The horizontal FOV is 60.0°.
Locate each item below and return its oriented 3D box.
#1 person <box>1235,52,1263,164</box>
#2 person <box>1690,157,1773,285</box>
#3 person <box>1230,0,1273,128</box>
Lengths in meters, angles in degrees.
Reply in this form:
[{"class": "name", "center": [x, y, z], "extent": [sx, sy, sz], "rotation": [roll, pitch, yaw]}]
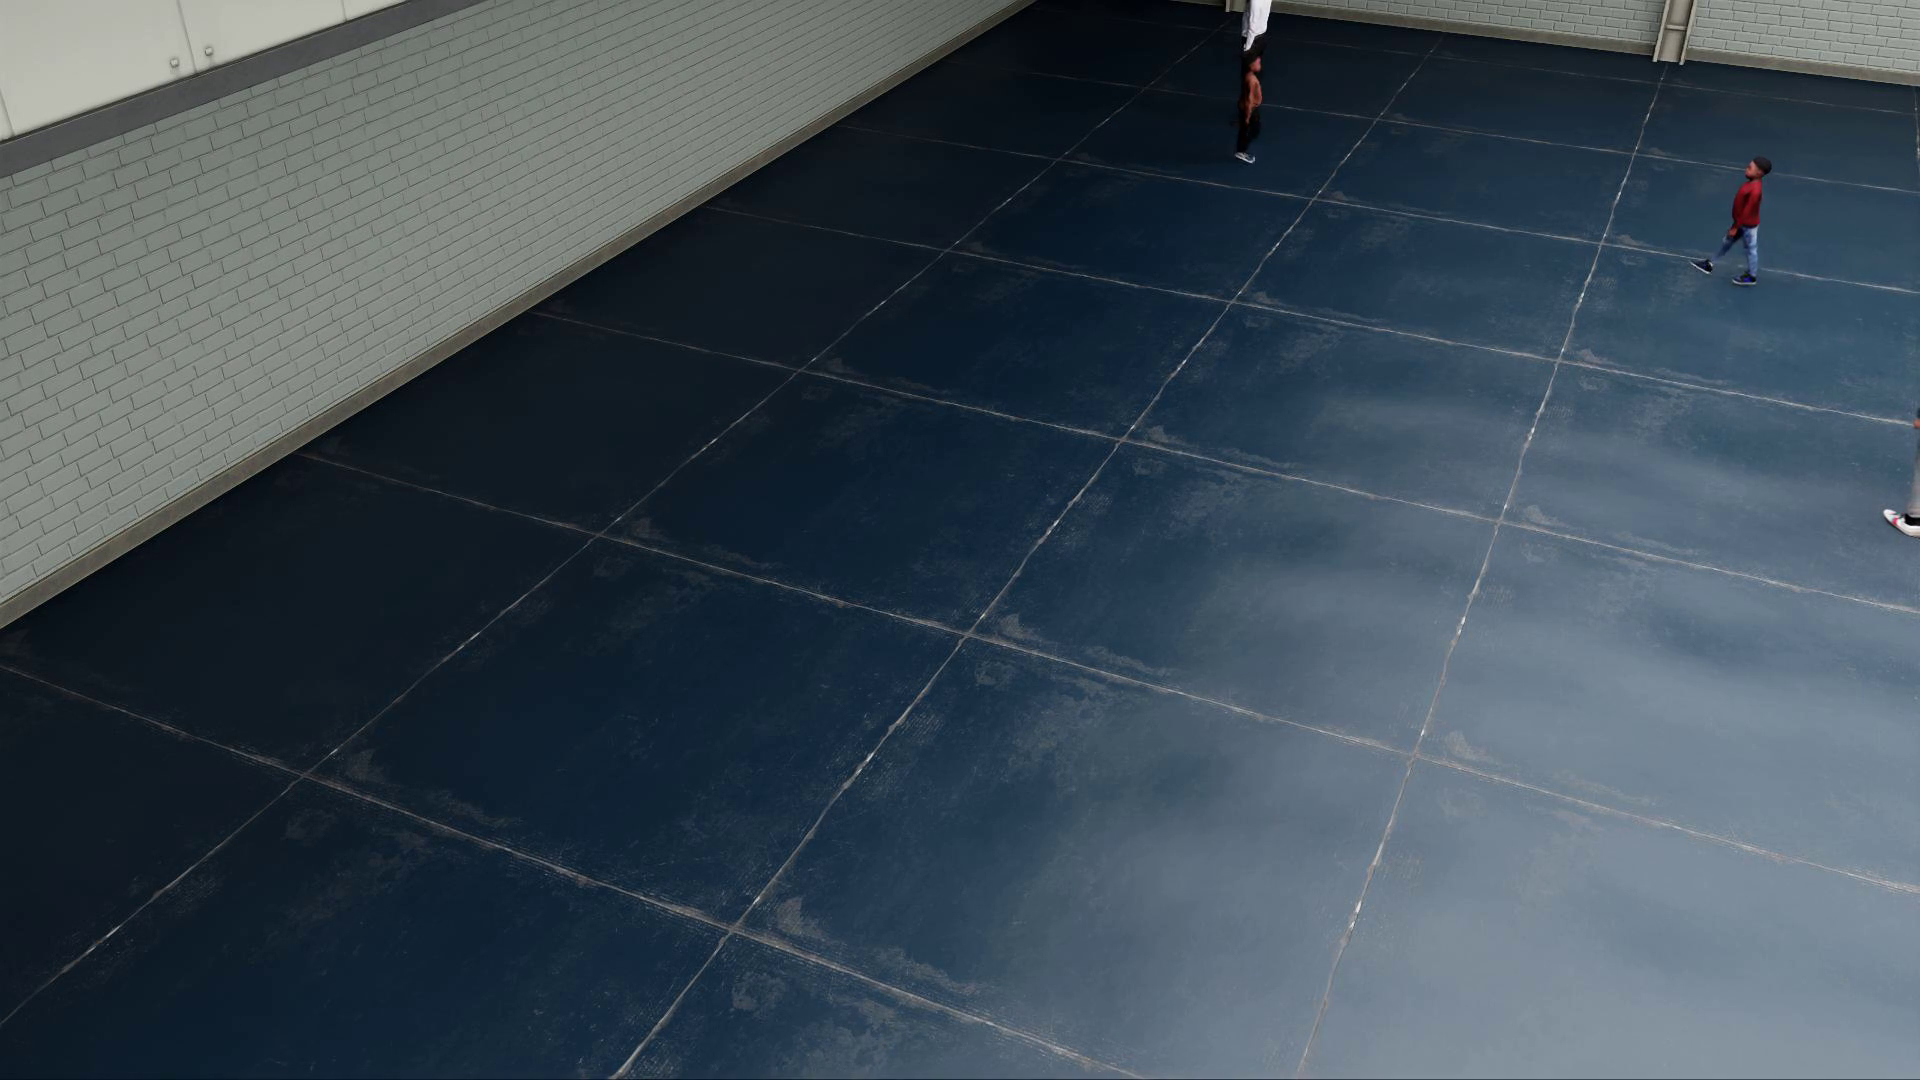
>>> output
[{"class": "person", "center": [3.189, -4.879, 18.779], "extent": [0.616, 1.248, 0.595], "rotation": [-1, 32, -2]}, {"class": "person", "center": [7.556, -3.015, 15.846], "extent": [0.863, 1.225, 0.588], "rotation": [9, 33, 14]}, {"class": "person", "center": [3.491, -5.850, 19.768], "extent": [0.544, 1.836, 0.650], "rotation": [17, 36, 25]}]
